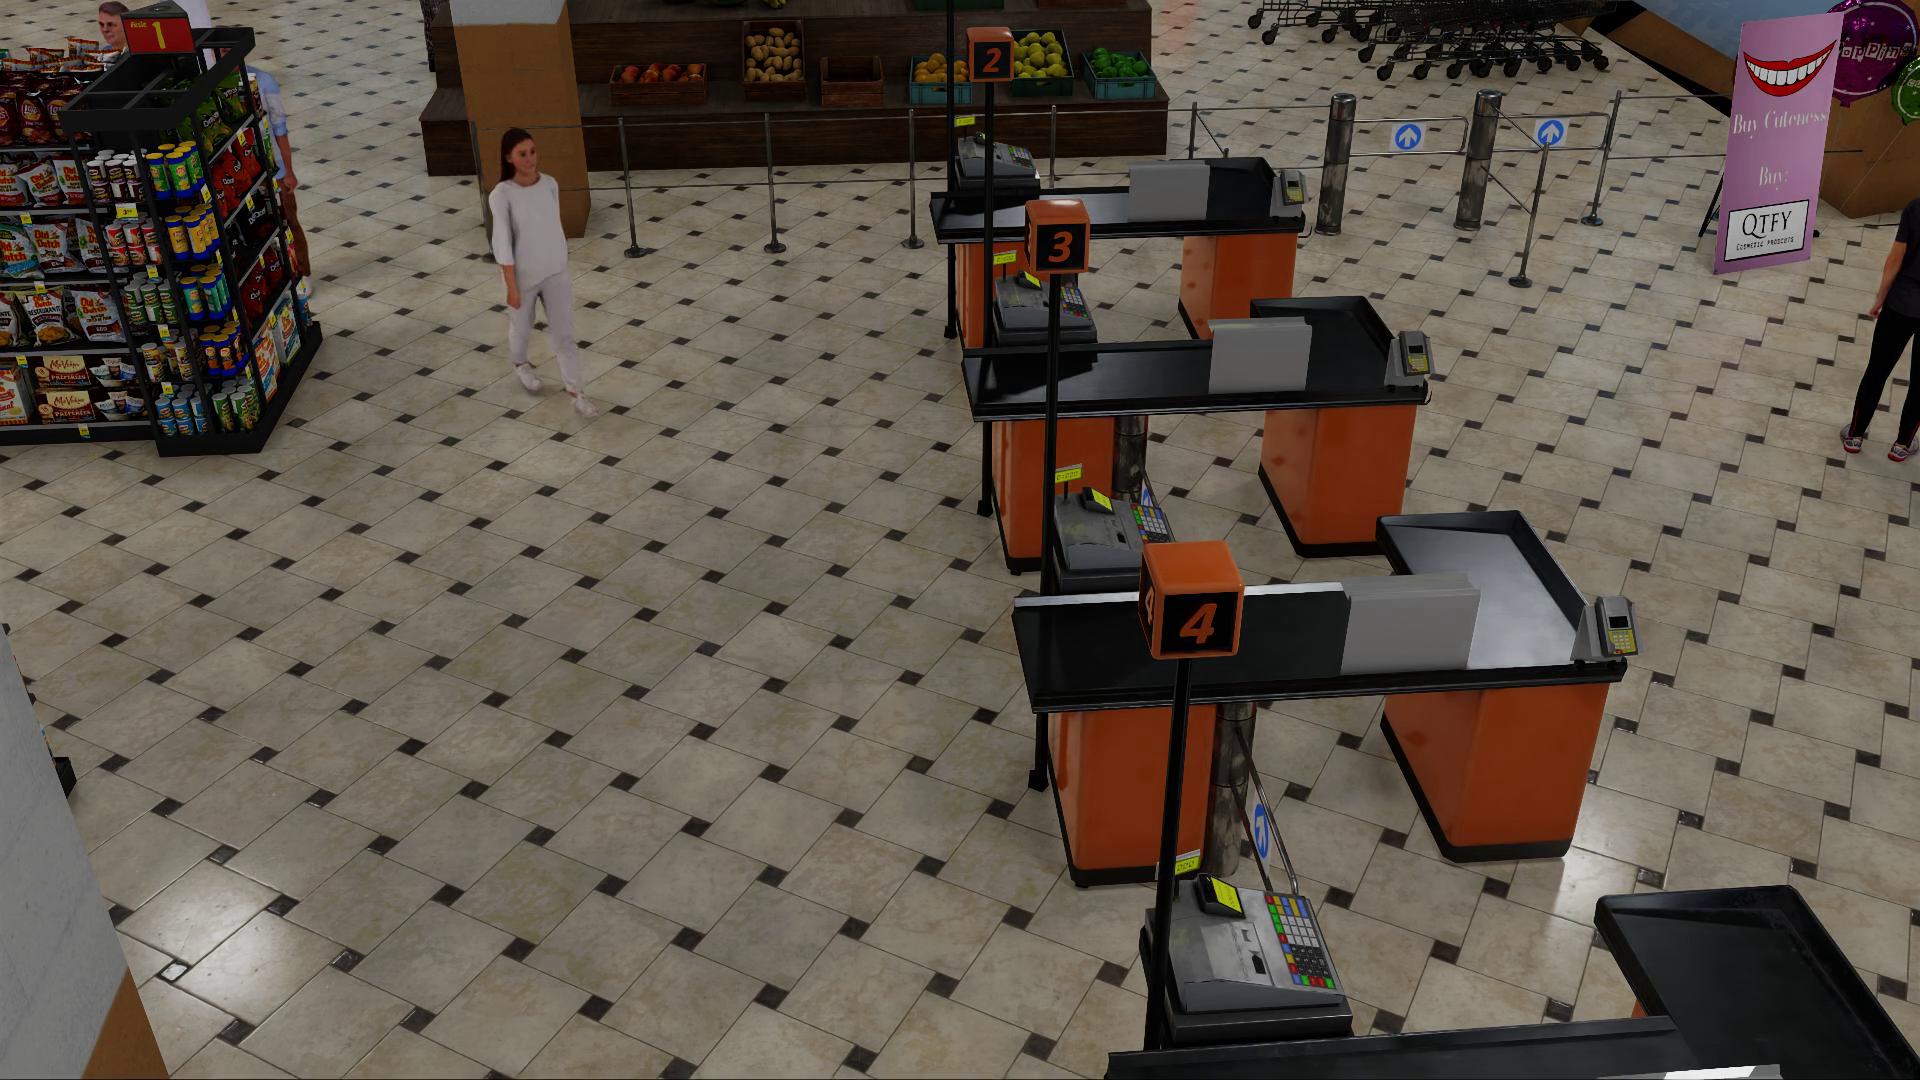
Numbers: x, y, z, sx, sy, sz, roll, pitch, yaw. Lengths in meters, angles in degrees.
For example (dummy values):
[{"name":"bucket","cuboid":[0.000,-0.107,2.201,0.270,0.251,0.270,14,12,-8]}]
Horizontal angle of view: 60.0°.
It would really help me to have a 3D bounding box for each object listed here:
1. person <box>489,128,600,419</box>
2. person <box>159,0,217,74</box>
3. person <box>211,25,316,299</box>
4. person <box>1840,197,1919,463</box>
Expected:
[{"name":"person","cuboid":[-2.492,-1.540,9.575,1.108,1.648,1.081,-26,40,-35]},{"name":"person","cuboid":[-7.162,-5.216,15.221,0.841,1.926,0.804,-27,41,-36]},{"name":"person","cuboid":[-4.605,-2.442,10.908,0.507,1.772,0.730,-4,32,-6]},{"name":"person","cuboid":[5.215,-1.265,9.024,0.682,1.764,0.784,17,36,25]}]
